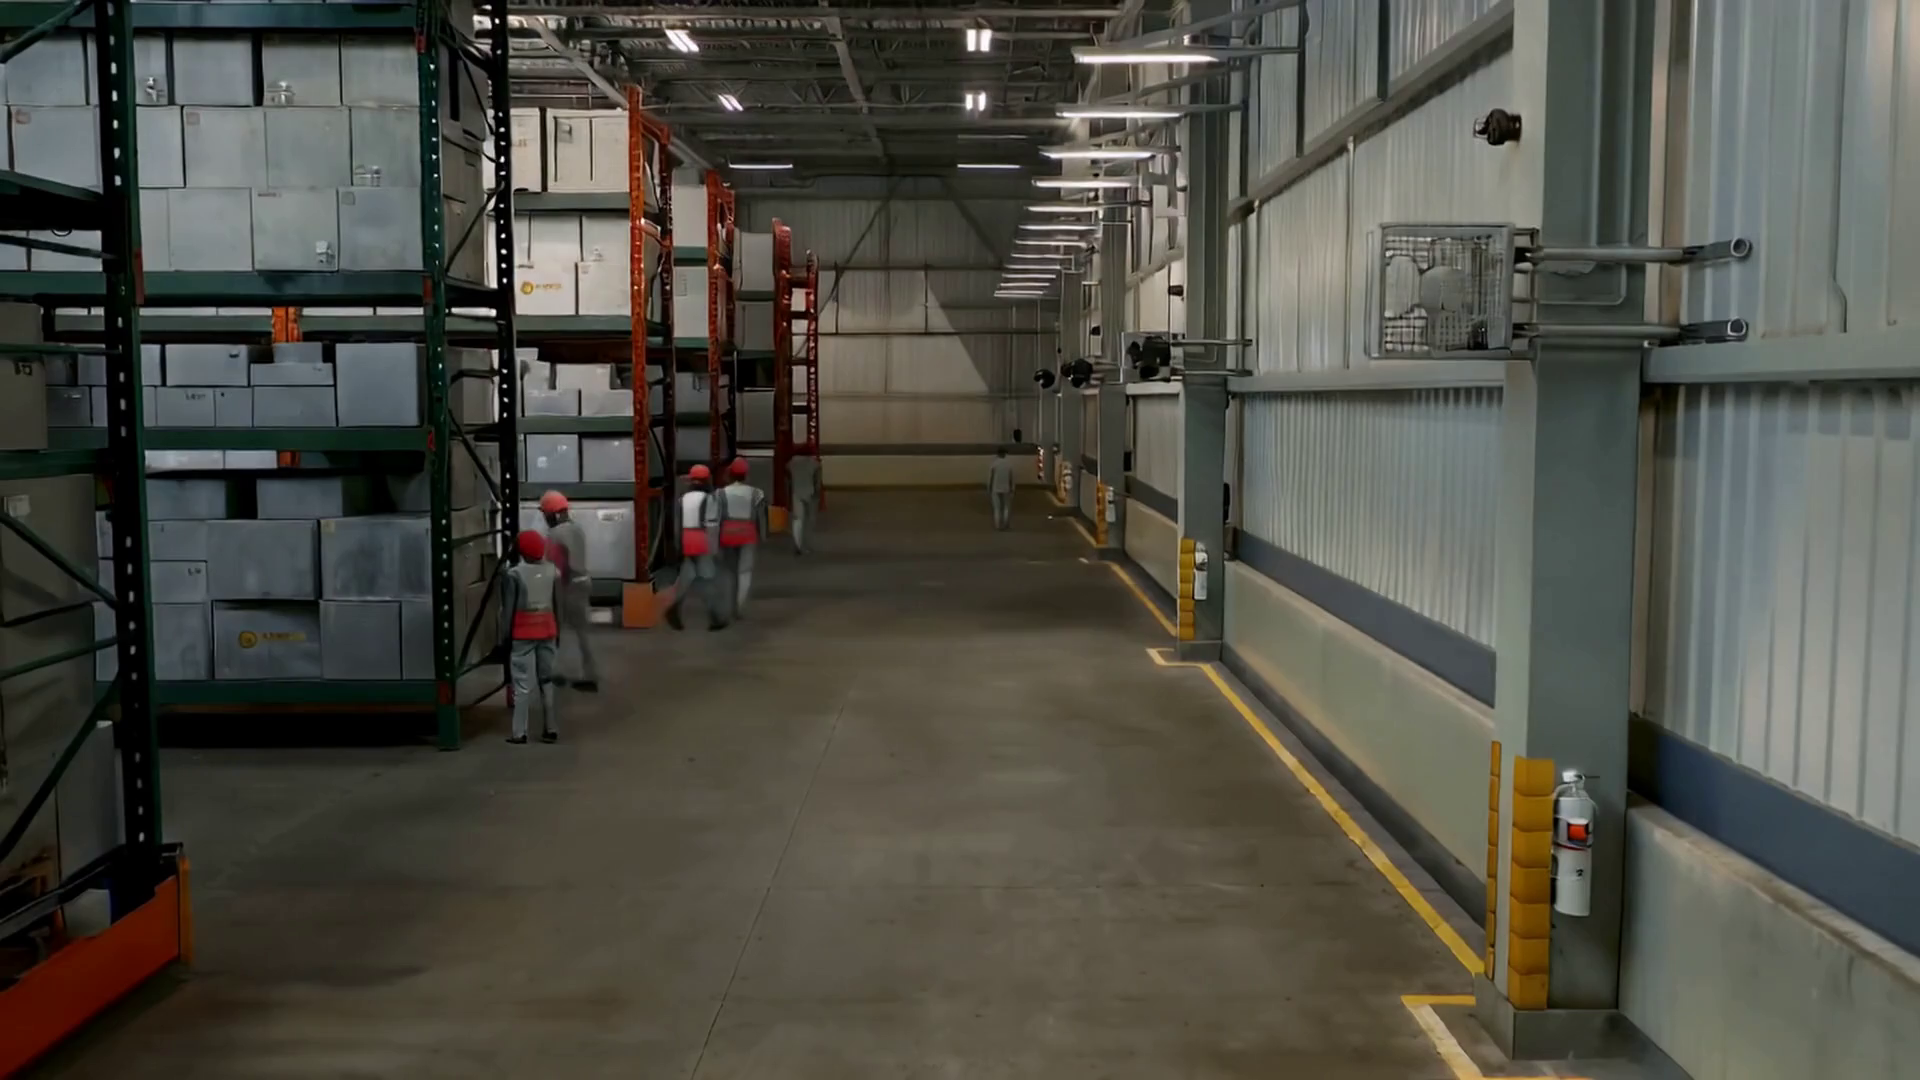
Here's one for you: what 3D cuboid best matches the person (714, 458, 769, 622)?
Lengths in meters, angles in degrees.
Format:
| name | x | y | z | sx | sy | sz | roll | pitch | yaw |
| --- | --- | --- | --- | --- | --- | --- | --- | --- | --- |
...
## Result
| name | x | y | z | sx | sy | sz | roll | pitch | yaw |
| --- | --- | --- | --- | --- | --- | --- | --- | --- | --- |
| person | -2.575 | -0.013 | 19.670 | 0.650 | 1.896 | 0.975 | 0 | 5 | -1 |

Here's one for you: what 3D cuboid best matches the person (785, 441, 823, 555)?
| name | x | y | z | sx | sy | sz | roll | pitch | yaw |
| --- | --- | --- | --- | --- | --- | --- | --- | --- | --- |
| person | -2.605 | -0.701 | 27.699 | 0.637 | 1.911 | 0.896 | 0 | 5 | 3 |

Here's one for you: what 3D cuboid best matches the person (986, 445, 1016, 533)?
| name | x | y | z | sx | sy | sz | roll | pitch | yaw |
| --- | --- | --- | --- | --- | --- | --- | --- | --- | --- |
| person | 0.797 | -0.998 | 32.301 | 0.571 | 1.707 | 0.896 | 0 | 5 | 1 |

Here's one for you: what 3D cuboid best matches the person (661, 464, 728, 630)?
| name | x | y | z | sx | sy | sz | roll | pitch | yaw |
| --- | --- | --- | --- | --- | --- | --- | --- | --- | --- |
| person | -2.971 | 0.098 | 18.511 | 0.595 | 1.892 | 0.818 | 4 | 6 | 37 |

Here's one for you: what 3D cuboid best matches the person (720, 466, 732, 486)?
| name | x | y | z | sx | sy | sz | roll | pitch | yaw |
| --- | --- | --- | --- | --- | --- | --- | --- | --- | --- |
| person | -4.117 | -0.712 | 28.834 | 0.381 | 1.729 | 0.503 | 3 | 6 | 35 |

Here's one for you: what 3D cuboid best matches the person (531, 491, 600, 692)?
| name | x | y | z | sx | sy | sz | roll | pitch | yaw |
| --- | --- | --- | --- | --- | --- | --- | --- | --- | --- |
| person | -3.560 | 0.463 | 14.782 | 0.772 | 1.786 | 0.653 | 2 | 5 | 24 |

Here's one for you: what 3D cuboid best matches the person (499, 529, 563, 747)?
| name | x | y | z | sx | sy | sz | roll | pitch | yaw |
| --- | --- | --- | --- | --- | --- | --- | --- | --- | --- |
| person | -3.226 | 0.736 | 12.557 | 0.314 | 1.629 | 0.526 | 5 | 7 | 43 |
